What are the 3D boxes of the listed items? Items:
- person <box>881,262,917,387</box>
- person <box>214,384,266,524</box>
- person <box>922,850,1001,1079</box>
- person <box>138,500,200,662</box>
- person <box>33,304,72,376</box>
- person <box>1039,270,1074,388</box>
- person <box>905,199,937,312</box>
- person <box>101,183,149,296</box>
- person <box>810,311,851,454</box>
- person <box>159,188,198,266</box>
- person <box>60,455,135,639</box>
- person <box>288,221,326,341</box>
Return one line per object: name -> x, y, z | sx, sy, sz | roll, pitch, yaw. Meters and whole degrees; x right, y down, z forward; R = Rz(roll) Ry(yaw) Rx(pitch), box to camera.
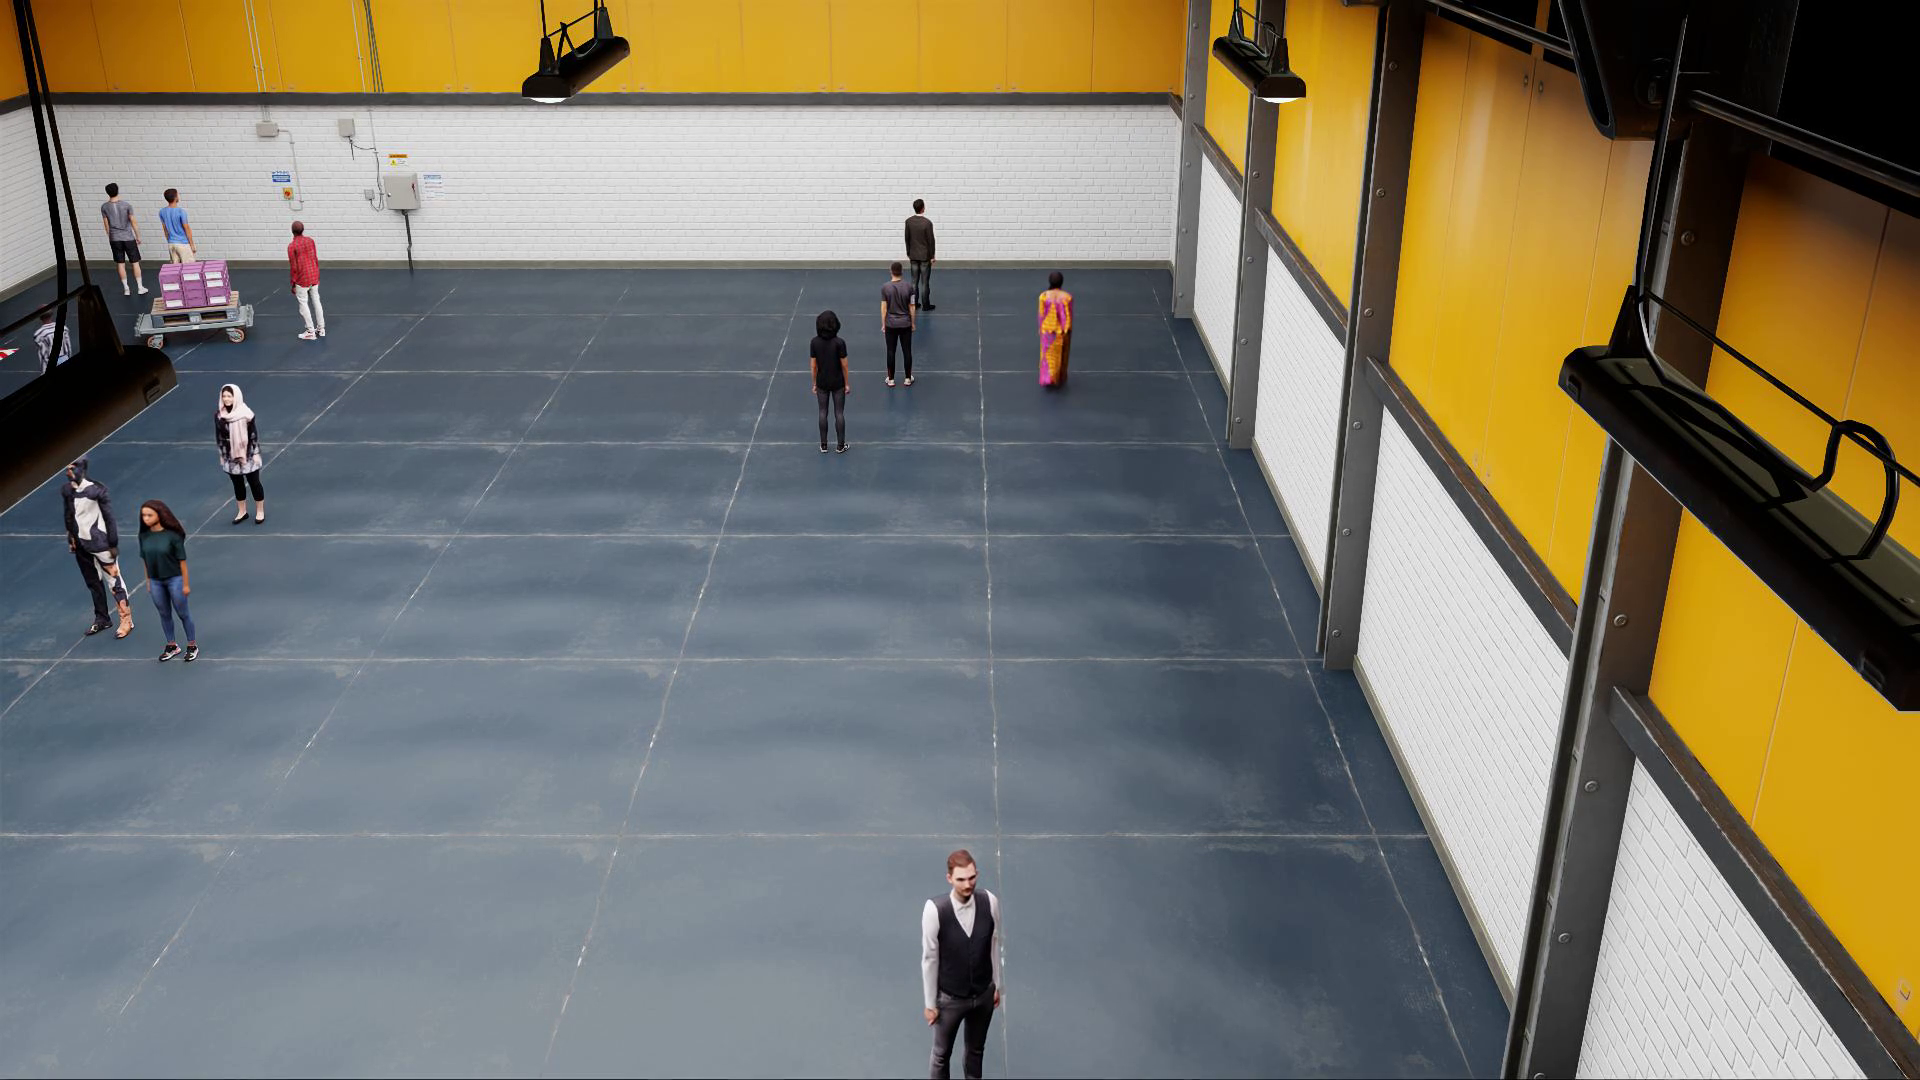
person -> -0.868, -3.029, 23.333 | 0.643, 1.764, 0.562 | -2, 24, -4
person -> -8.143, -0.988, 18.821 | 0.618, 1.638, 0.608 | -1, 24, -1
person -> 0.010, 2.696, 10.017 | 0.741, 1.939, 0.710 | -10, 25, -21
person -> -7.495, 0.370, 15.741 | 0.611, 1.616, 0.603 | 2, 24, 5
person -> -11.522, -2.151, 21.286 | 0.761, 1.795, 0.625 | 11, 26, 24
person -> 1.325, -2.971, 23.288 | 0.685, 1.694, 0.866 | 2, 24, 5
person -> -0.643, -4.627, 26.937 | 0.752, 1.804, 0.716 | 12, 26, 25
person -> -13.985, -5.026, 27.769 | 0.710, 1.871, 0.649 | -6, 24, -14
person -> -1.631, -1.989, 20.865 | 0.659, 1.836, 0.575 | 3, 24, 7
person -> -12.846, -4.853, 27.381 | 0.679, 1.864, 0.612 | 4, 24, 9
person -> -8.416, 0.032, 16.171 | 0.737, 1.892, 0.660 | 5, 24, 11
person -> -10.025, -4.003, 25.491 | 0.816, 1.820, 0.705 | 14, 27, 28
